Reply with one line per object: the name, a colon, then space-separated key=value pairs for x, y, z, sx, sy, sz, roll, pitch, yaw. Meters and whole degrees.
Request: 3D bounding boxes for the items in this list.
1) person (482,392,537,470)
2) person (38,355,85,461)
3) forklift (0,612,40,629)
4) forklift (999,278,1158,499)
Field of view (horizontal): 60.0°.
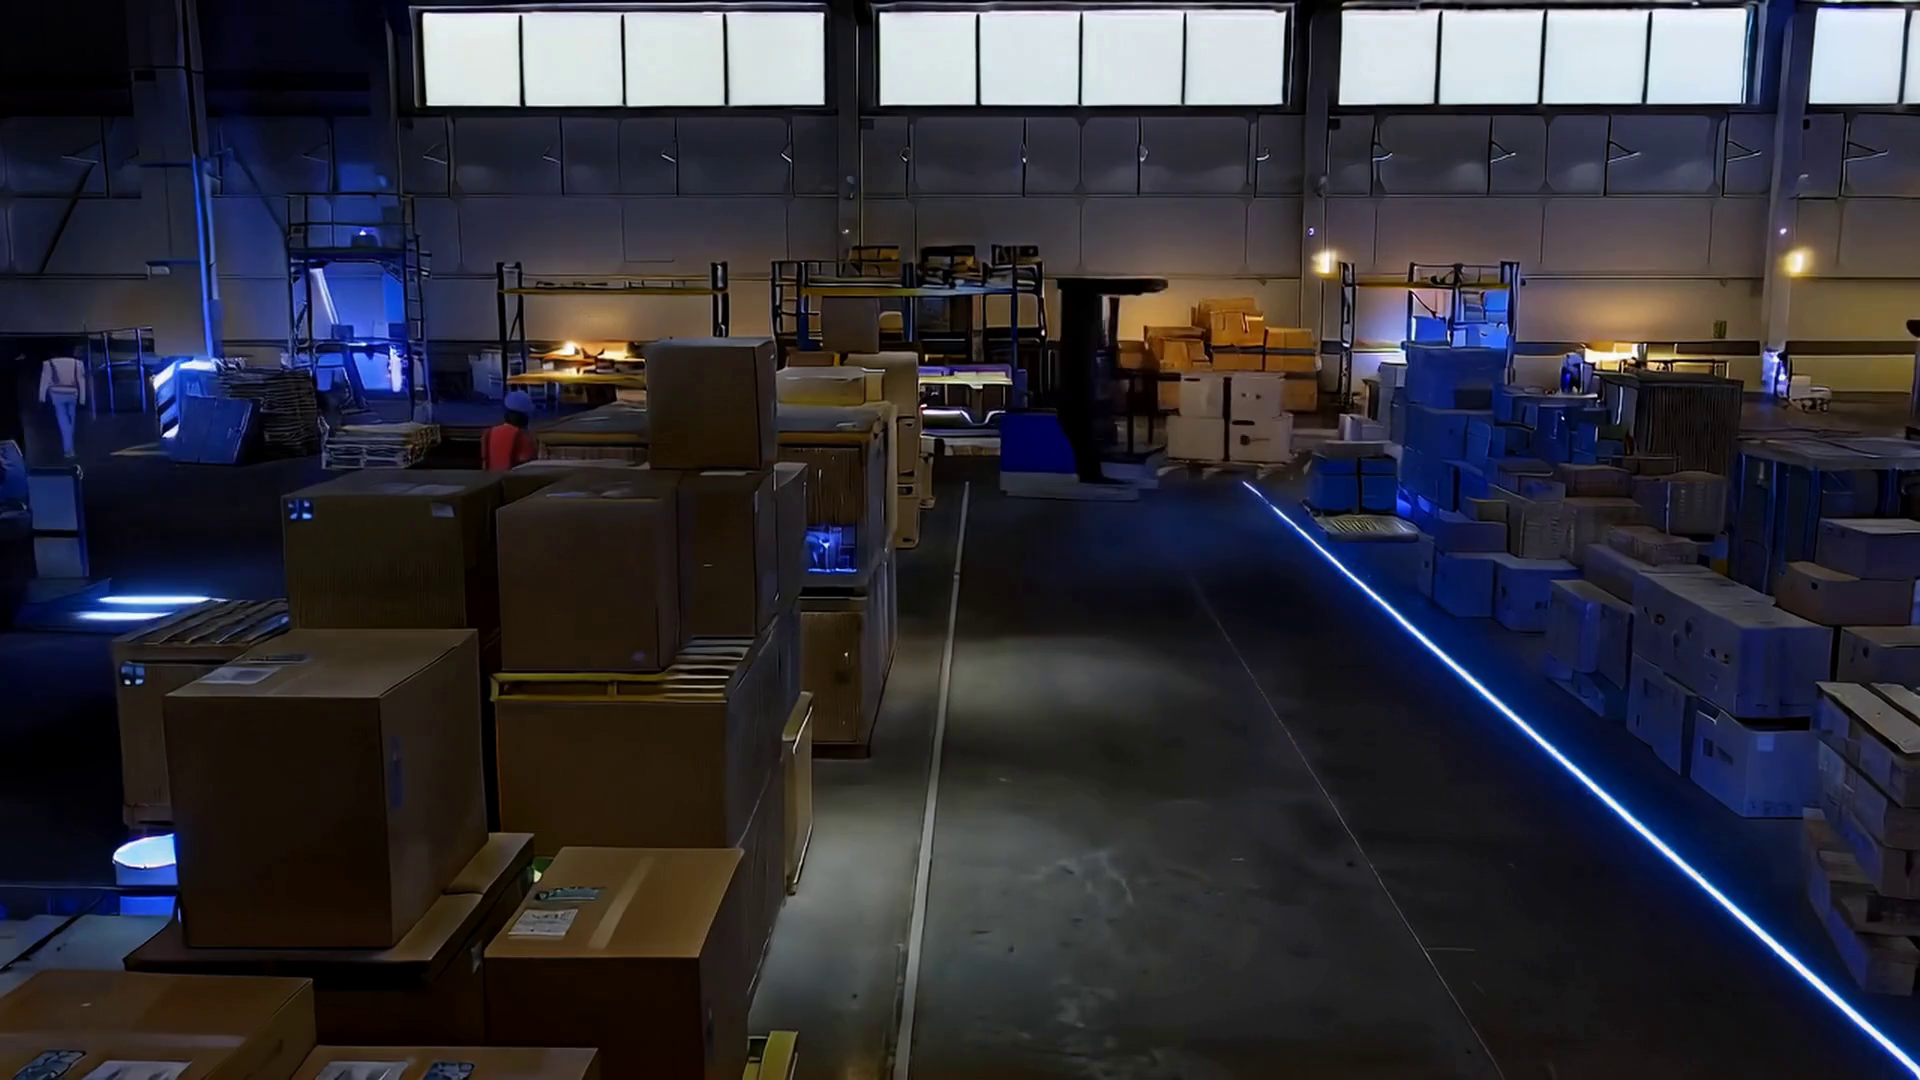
person: x=-4.082 y=-0.390 z=14.996 sx=0.620 sy=1.881 sz=0.802 roll=4 pitch=10 yaw=23
person: x=-13.855 y=-2.158 z=25.678 sx=0.993 sy=1.825 sz=0.600 roll=9 pitch=13 yaw=43
forklift: x=-8.535 y=-0.723 z=13.968 sx=1.873 sy=2.768 sz=1.129 roll=0 pitch=9 yaw=1
forklift: x=1.548 y=-2.011 z=21.679 sx=1.873 sy=2.768 sz=1.129 roll=4 pitch=10 yaw=21
